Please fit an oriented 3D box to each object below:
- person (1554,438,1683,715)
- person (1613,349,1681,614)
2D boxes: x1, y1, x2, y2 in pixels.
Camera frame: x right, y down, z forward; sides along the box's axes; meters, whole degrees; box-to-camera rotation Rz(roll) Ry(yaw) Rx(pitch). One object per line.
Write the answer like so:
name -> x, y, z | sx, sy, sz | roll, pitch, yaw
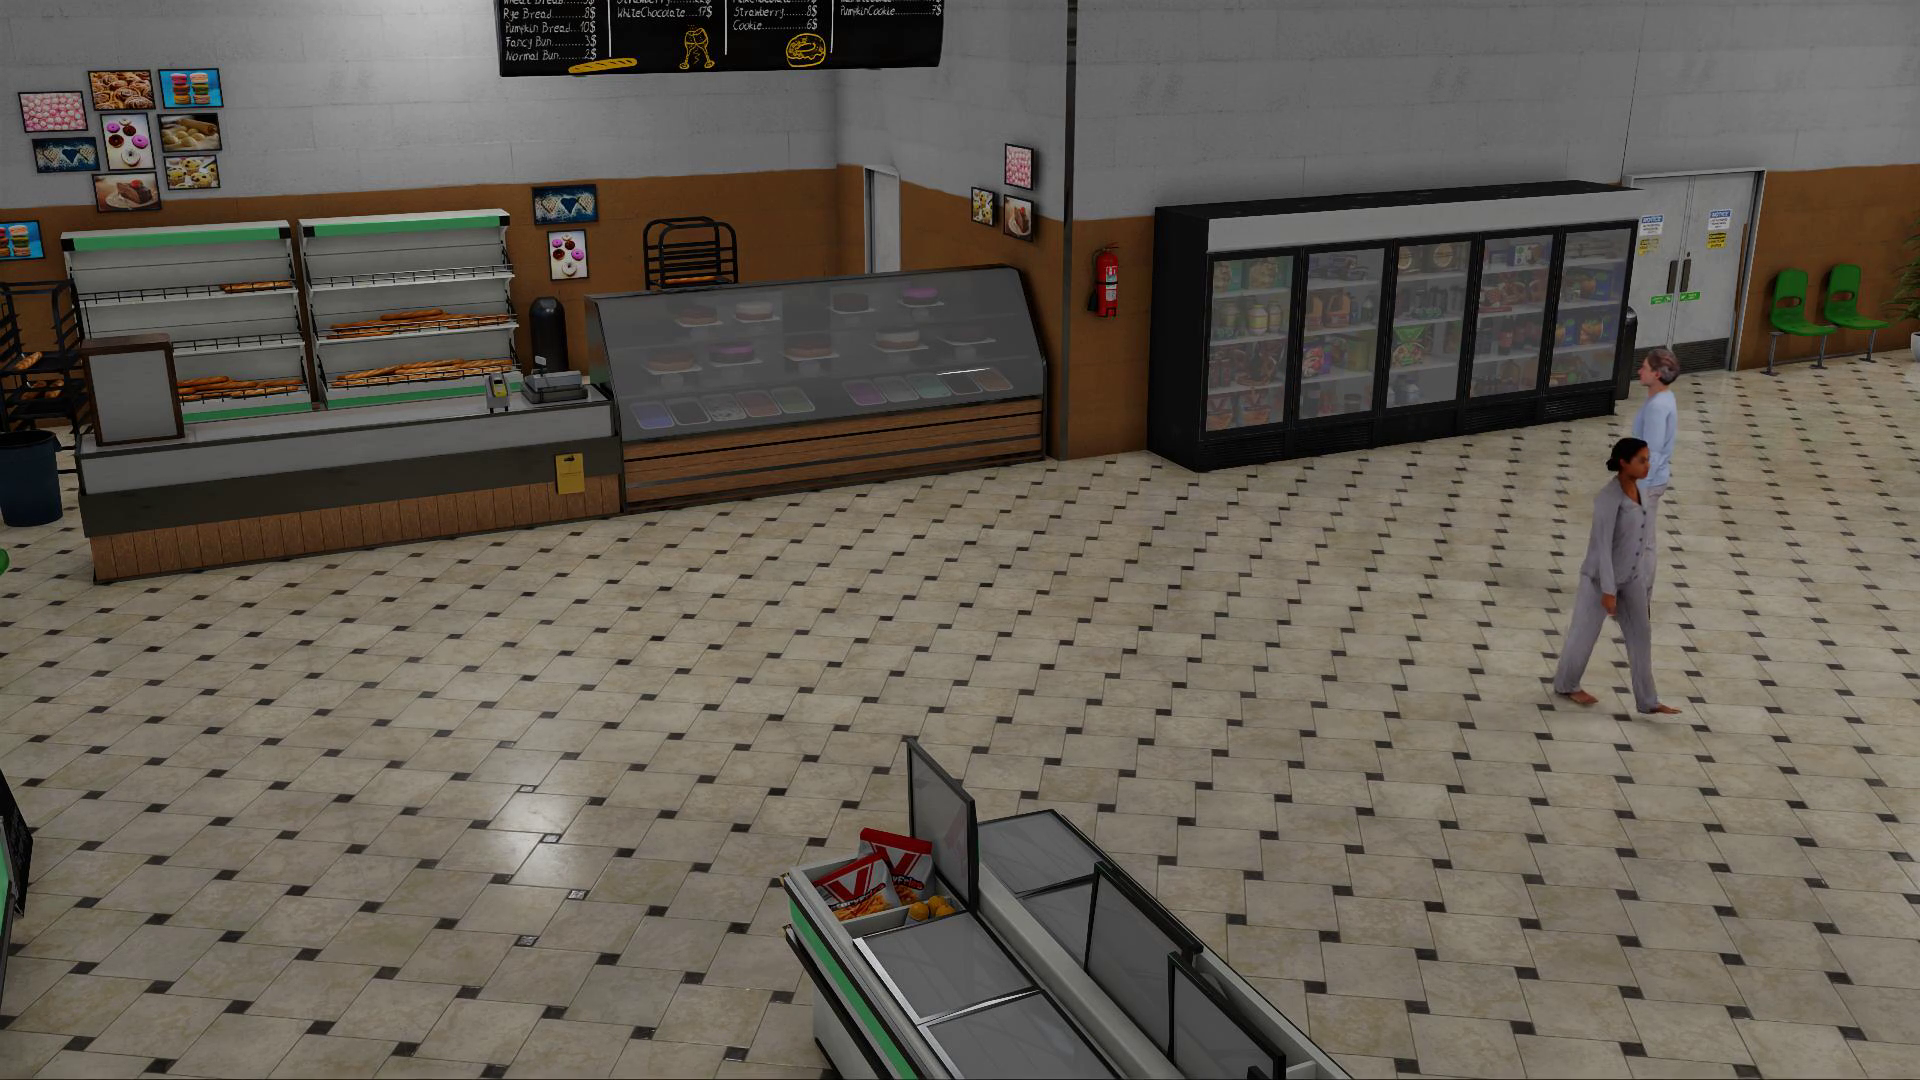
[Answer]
person -> 3.882, 0.205, 10.100 | 0.780, 1.705, 1.055 | -13, 22, -33
person -> 4.806, -0.407, 11.621 | 0.793, 1.893, 0.752 | 8, 20, 23
